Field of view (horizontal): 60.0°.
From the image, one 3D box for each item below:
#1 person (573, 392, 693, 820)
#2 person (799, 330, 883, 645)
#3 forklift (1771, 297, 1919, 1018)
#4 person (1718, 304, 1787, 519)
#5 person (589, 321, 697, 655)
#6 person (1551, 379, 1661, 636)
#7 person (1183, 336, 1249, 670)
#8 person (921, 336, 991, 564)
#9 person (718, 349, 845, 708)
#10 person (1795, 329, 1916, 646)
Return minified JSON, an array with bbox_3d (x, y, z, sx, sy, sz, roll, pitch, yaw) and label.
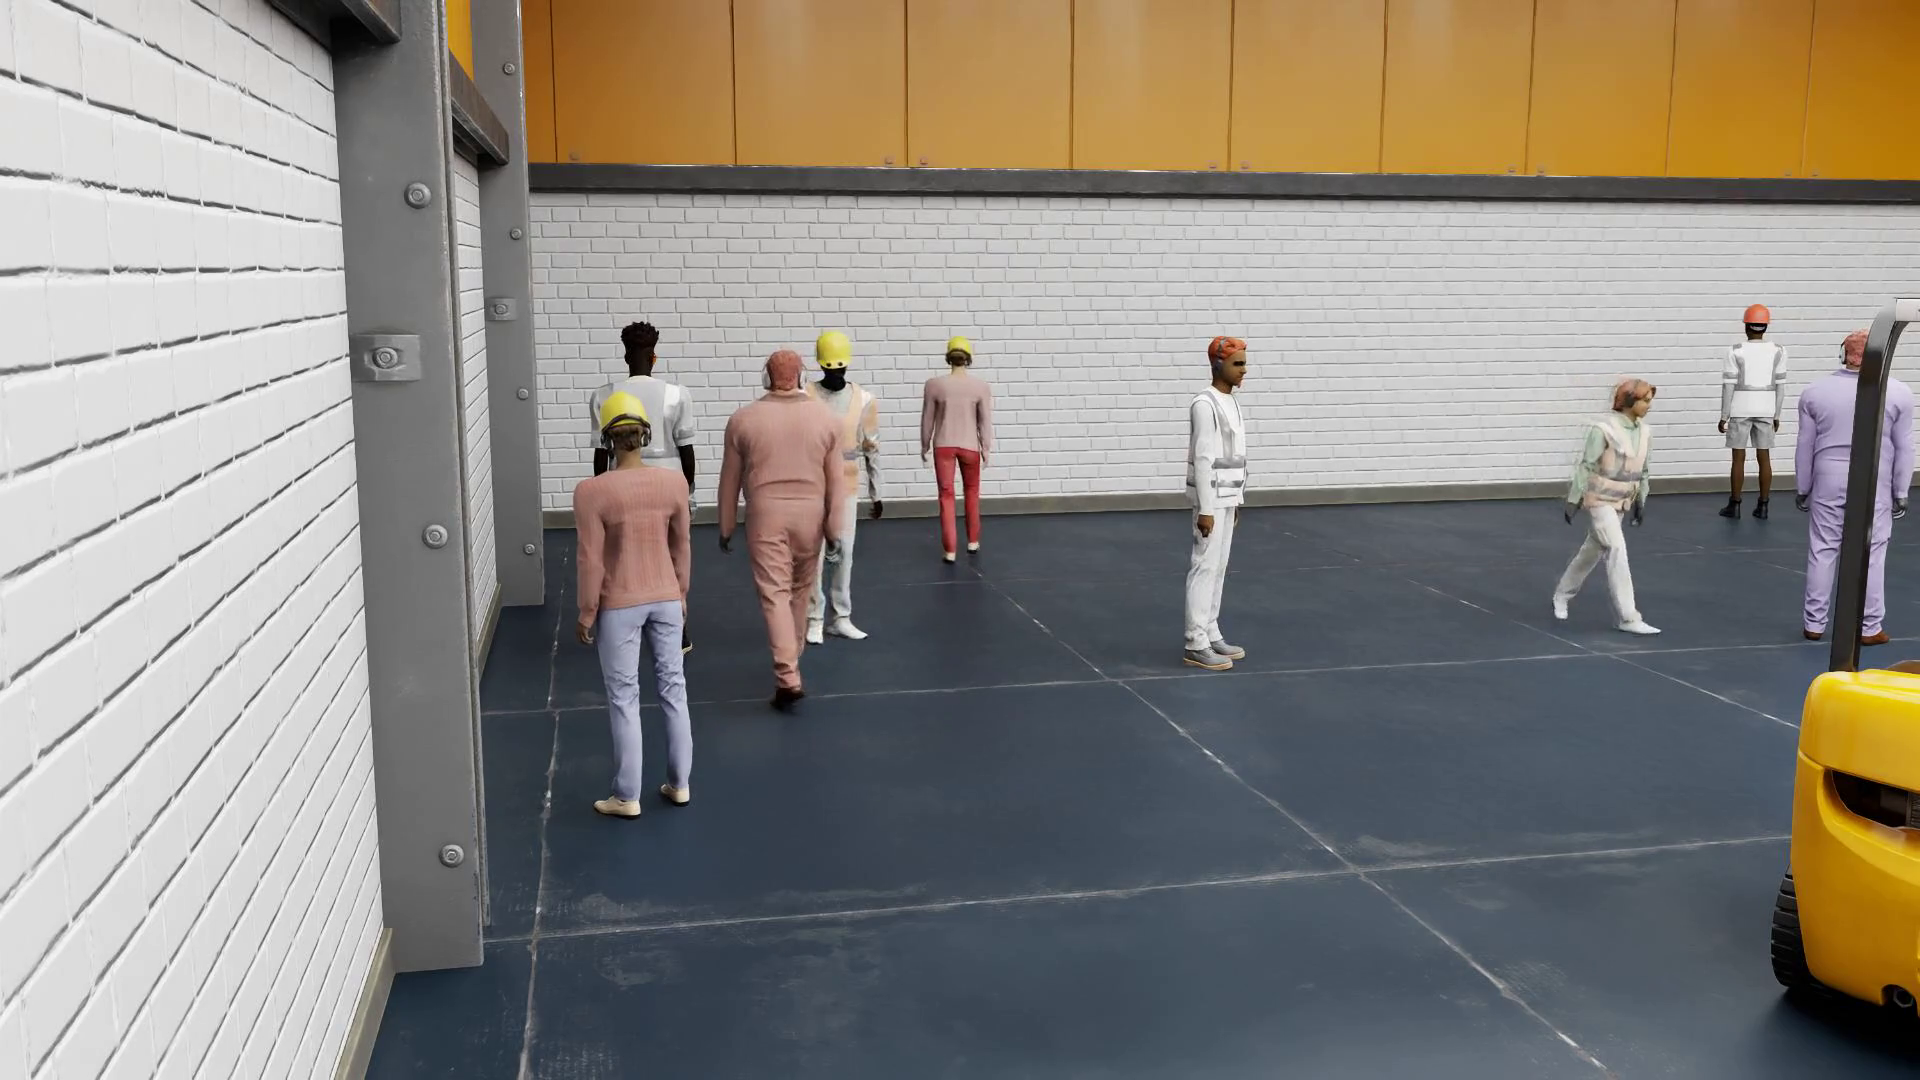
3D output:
[{"bbox_3d":[-1.352,0.273,6.877,0.525,1.759,0.337,-7,12,-38],"label":"person"},{"bbox_3d":[-0.755,-0.308,9.985,0.625,1.905,0.443,-4,10,-24],"label":"person"},{"bbox_3d":[3.542,0.334,5.177,2.313,2.155,1.214,-9,13,-43],"label":"forklift"},{"bbox_3d":[7.137,-1.155,15.026,0.545,1.939,0.374,1,9,8],"label":"person"},{"bbox_3d":[-1.827,-0.284,9.658,0.603,1.958,0.381,-1,9,-9],"label":"person"},{"bbox_3d":[4.052,-0.230,10.484,0.549,1.586,0.846,-6,11,-33],"label":"person"},{"bbox_3d":[1.462,-0.216,9.471,0.337,1.882,0.583,4,10,24],"label":"person"},{"bbox_3d":[-0.035,-0.713,12.969,0.543,1.735,0.811,0,9,-3],"label":"person"},{"bbox_3d":[-0.933,-0.077,8.779,0.655,1.854,1.031,-2,10,-12],"label":"person"},{"bbox_3d":[5.381,-0.315,10.025,0.639,1.903,0.407,7,12,37],"label":"person"}]
